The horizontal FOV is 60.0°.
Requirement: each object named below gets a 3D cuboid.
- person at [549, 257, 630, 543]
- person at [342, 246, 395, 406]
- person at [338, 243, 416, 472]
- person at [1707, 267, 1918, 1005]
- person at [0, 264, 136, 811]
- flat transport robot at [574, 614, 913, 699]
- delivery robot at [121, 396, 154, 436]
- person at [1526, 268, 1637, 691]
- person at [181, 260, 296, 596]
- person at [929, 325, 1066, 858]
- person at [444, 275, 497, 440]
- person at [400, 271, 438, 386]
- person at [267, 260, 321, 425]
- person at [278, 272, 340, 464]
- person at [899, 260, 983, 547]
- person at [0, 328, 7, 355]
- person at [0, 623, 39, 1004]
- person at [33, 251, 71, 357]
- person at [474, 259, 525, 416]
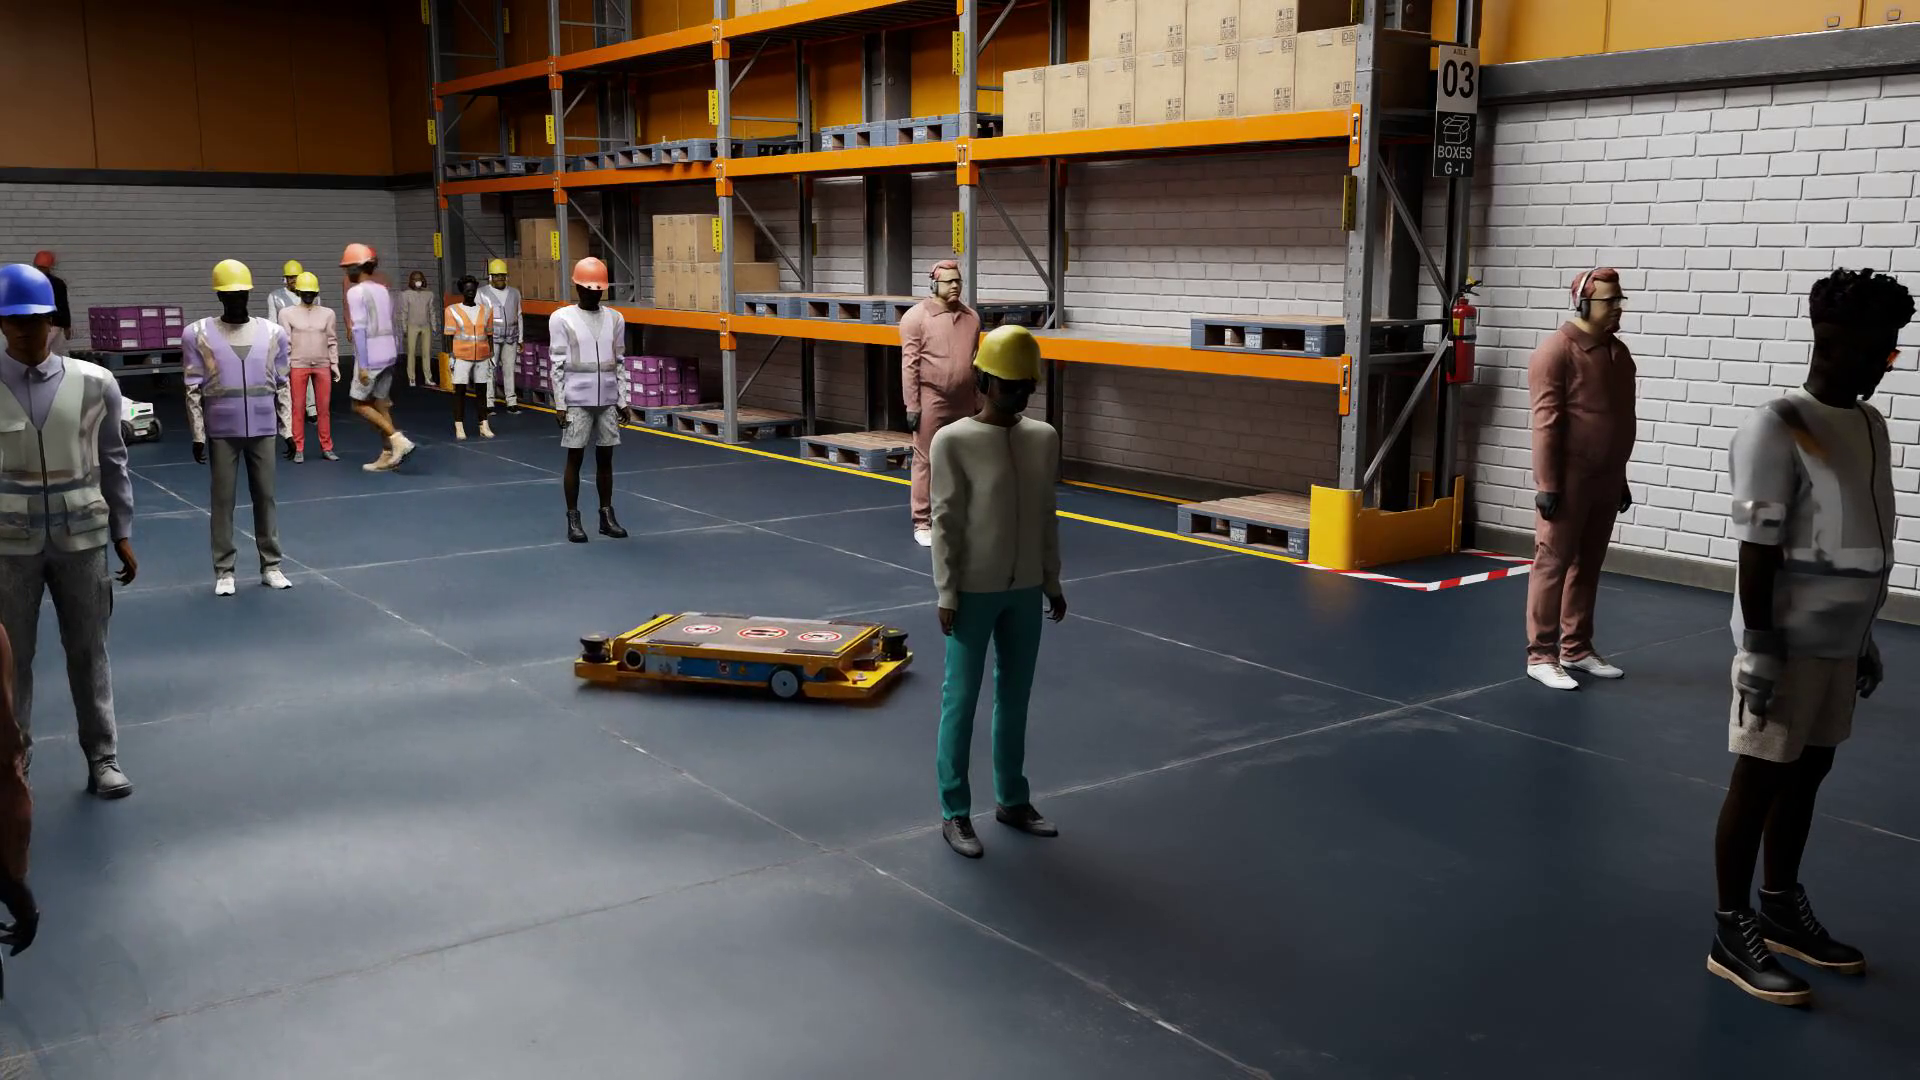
[{"bbox_3d":[-2.504,-0.951,11.336,0.543,1.928,0.370,-7,12,-35],"label":"person"},{"bbox_3d":[-7.306,-2.634,20.597,0.609,1.986,0.391,-7,12,-35],"label":"person"},{"bbox_3d":[-5.130,-1.572,14.553,0.583,2.016,0.668,1,10,7],"label":"person"},{"bbox_3d":[2.305,0.252,4.505,0.603,1.959,0.375,-7,12,-35],"label":"person"},{"bbox_3d":[-3.290,-0.005,5.973,0.602,1.949,0.388,-7,12,-35],"label":"person"},{"bbox_3d":[-0.995,0.520,7.732,1.431,0.197,0.652,3,11,15],"label":"flat transport robot"},{"bbox_3d":[-8.504,-1.276,16.737,0.707,0.478,0.477,2,10,14],"label":"delivery robot"},{"bbox_3d":[2.873,-0.280,7.631,0.638,1.910,0.407,-7,12,-35],"label":"person"},{"bbox_3d":[-4.158,-0.649,9.642,0.585,1.928,0.368,-7,12,-35],"label":"person"},{"bbox_3d":[0.138,0.165,5.561,0.523,1.760,0.324,-7,12,-35],"label":"person"},{"bbox_3d":[-5.055,-1.883,17.202,0.533,1.697,0.319,-7,12,-35],"label":"person"},{"bbox_3d":[-7.683,-3.001,23.639,0.498,1.634,0.281,-7,12,-35],"label":"person"},{"bbox_3d":[-7.354,-2.179,18.472,0.588,1.834,0.403,-7,12,-35],"label":"person"},{"bbox_3d":[-6.007,-1.591,15.392,0.523,1.760,0.324,-7,12,-35],"label":"person"},{"bbox_3d":[-0.092,-0.915,11.191,0.638,1.910,0.407,-7,12,-35],"label":"person"},{"bbox_3d":[-12.346,-2.678,21.068,0.673,1.904,0.757,-6,12,-29],"label":"person"},{"bbox_3d":[-1.977,0.674,3.046,0.513,1.639,0.309,-7,12,-35],"label":"person"},{"bbox_3d":[-12.158,-2.901,22.254,0.632,1.934,1.026,5,11,24],"label":"person"},{"bbox_3d":[-5.421,-2.384,19.625,0.588,1.834,0.403,-7,12,-35],"label":"person"}]
